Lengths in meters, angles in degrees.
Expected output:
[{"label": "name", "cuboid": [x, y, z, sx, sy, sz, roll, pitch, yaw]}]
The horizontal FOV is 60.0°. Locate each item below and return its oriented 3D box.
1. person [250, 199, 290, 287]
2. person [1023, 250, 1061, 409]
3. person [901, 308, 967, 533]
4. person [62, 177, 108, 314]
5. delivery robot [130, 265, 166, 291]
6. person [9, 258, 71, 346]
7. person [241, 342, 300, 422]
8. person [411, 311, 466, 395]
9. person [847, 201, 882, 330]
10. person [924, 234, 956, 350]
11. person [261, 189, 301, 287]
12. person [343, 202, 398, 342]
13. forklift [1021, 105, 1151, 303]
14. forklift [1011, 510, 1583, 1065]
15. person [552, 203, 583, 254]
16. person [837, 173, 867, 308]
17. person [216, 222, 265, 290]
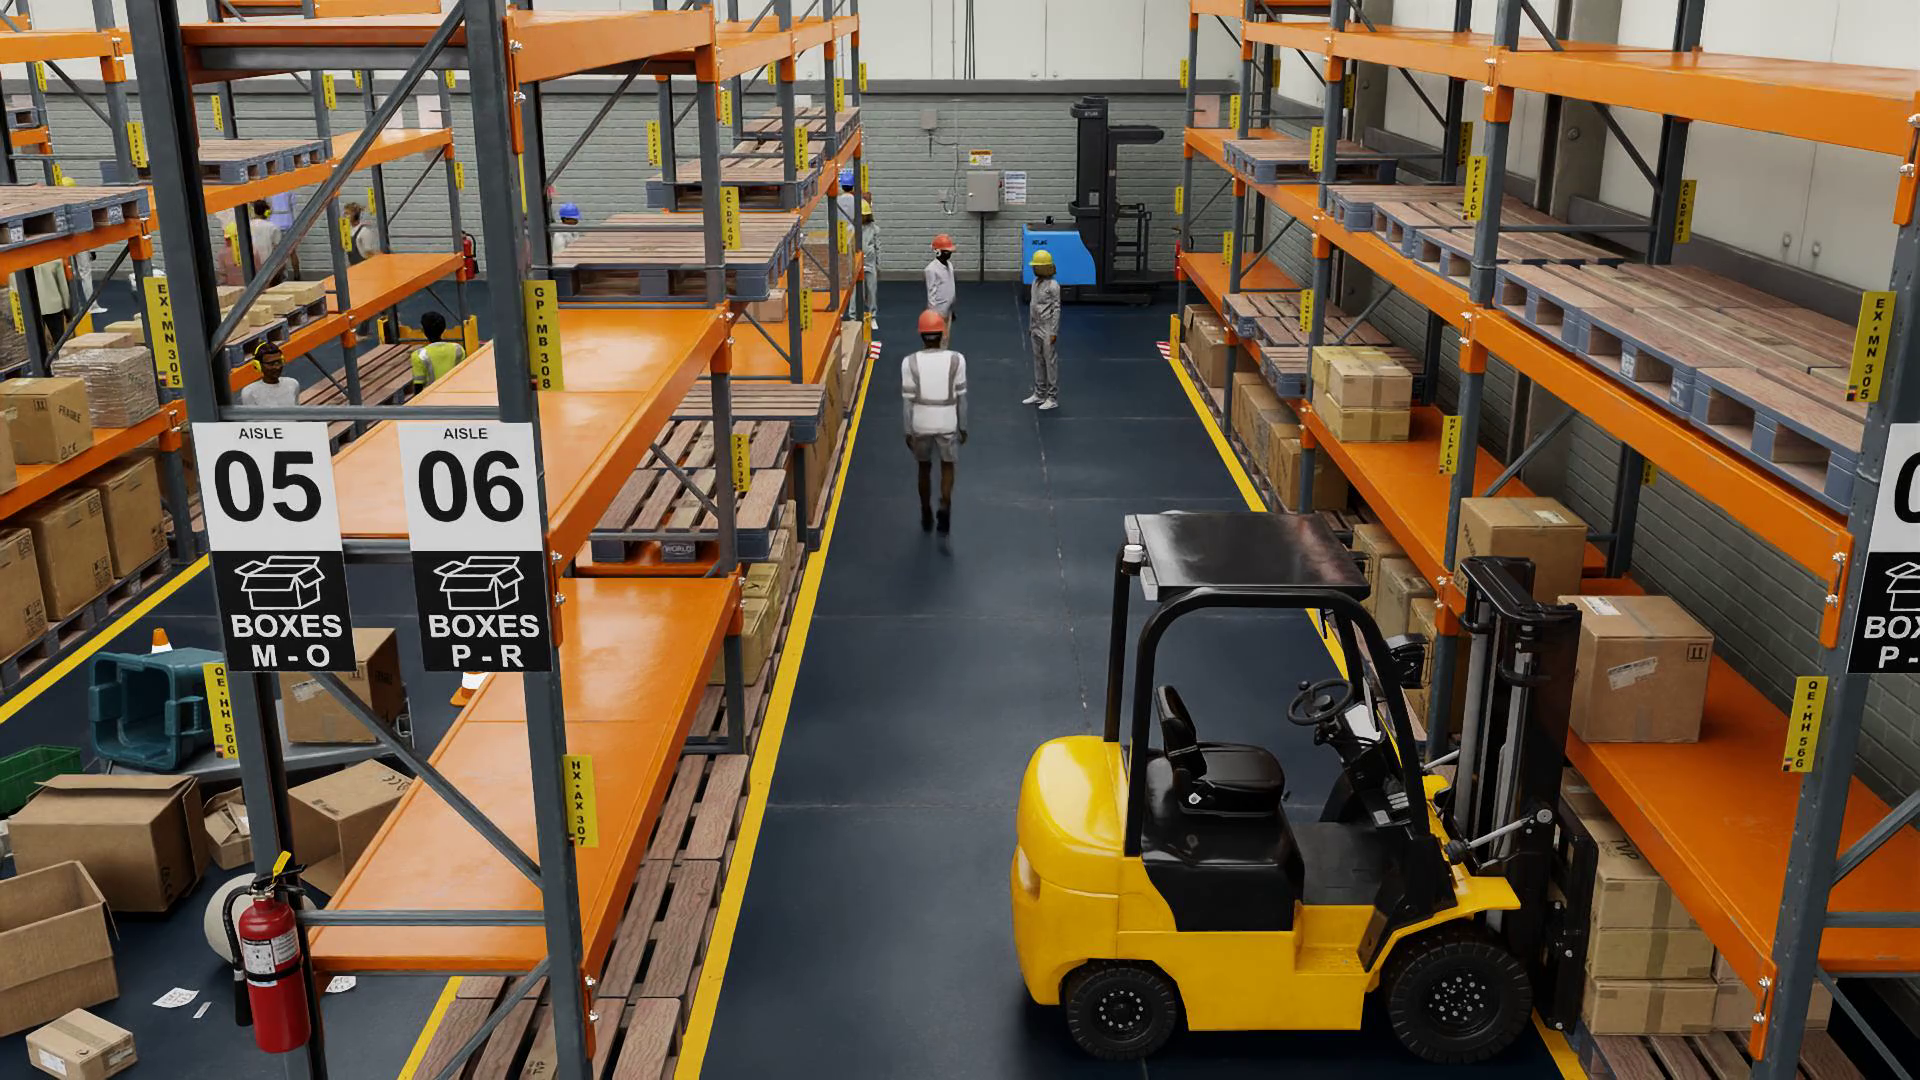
[{"label": "person", "cuboid": [-9.179, -3.593, 22.063, 0.541, 1.797, 0.851, -5, 19, -14]}, {"label": "person", "cuboid": [0.903, -2.311, 18.264, 0.310, 1.740, 0.493, -11, 21, -29]}, {"label": "person", "cuboid": [-0.211, -0.965, 13.918, 0.561, 1.919, 0.598, -1, 18, -2]}, {"label": "person", "cuboid": [-12.526, -4.160, 23.564, 0.587, 1.928, 0.362, 4, 19, 10]}, {"label": "delivery robot", "cuboid": [-11.877, -3.812, 24.517, 0.707, 0.478, 0.477, 10, 21, 27]}, {"label": "person", "cuboid": [-10.358, -2.604, 18.753, 0.396, 1.992, 0.623, 14, 23, 37]}, {"label": "person", "cuboid": [-5.289, -0.629, 12.977, 0.321, 1.871, 0.532, 11, 21, 30]}, {"label": "person", "cuboid": [-4.690, -1.230, 15.077, 0.535, 1.691, 0.317, -17, 25, -42]}, {"label": "person", "cuboid": [-1.297, -3.703, 22.486, 0.486, 1.738, 0.320, -2, 18, -7]}, {"label": "person", "cuboid": [-0.203, -2.679, 19.356, 0.325, 1.752, 0.560, 8, 20, 23]}, {"label": "person", "cuboid": [-10.484, -4.842, 25.627, 0.546, 1.928, 0.381, -15, 24, -39]}, {"label": "person", "cuboid": [-7.793, -3.527, 21.803, 0.711, 1.828, 0.525, -16, 24, -40]}, {"label": "forklift", "cuboid": [1.857, -4.944, 24.441, 1.873, 2.768, 1.129, 0, 18, 0]}, {"label": "forklift", "cuboid": [1.387, 1.055, 7.378, 2.313, 2.155, 1.214, 0, 18, 0]}, {"label": "person", "cuboid": [-4.860, -3.236, 20.772, 0.434, 1.934, 0.627, 2, 18, 6]}, {"label": "person", "cuboid": [-1.590, -4.278, 23.919, 0.633, 1.952, 0.475, 1, 18, 3]}, {"label": "person", "cuboid": [-8.801, -3.011, 20.375, 0.534, 1.752, 0.476, 2, 18, 5]}]
